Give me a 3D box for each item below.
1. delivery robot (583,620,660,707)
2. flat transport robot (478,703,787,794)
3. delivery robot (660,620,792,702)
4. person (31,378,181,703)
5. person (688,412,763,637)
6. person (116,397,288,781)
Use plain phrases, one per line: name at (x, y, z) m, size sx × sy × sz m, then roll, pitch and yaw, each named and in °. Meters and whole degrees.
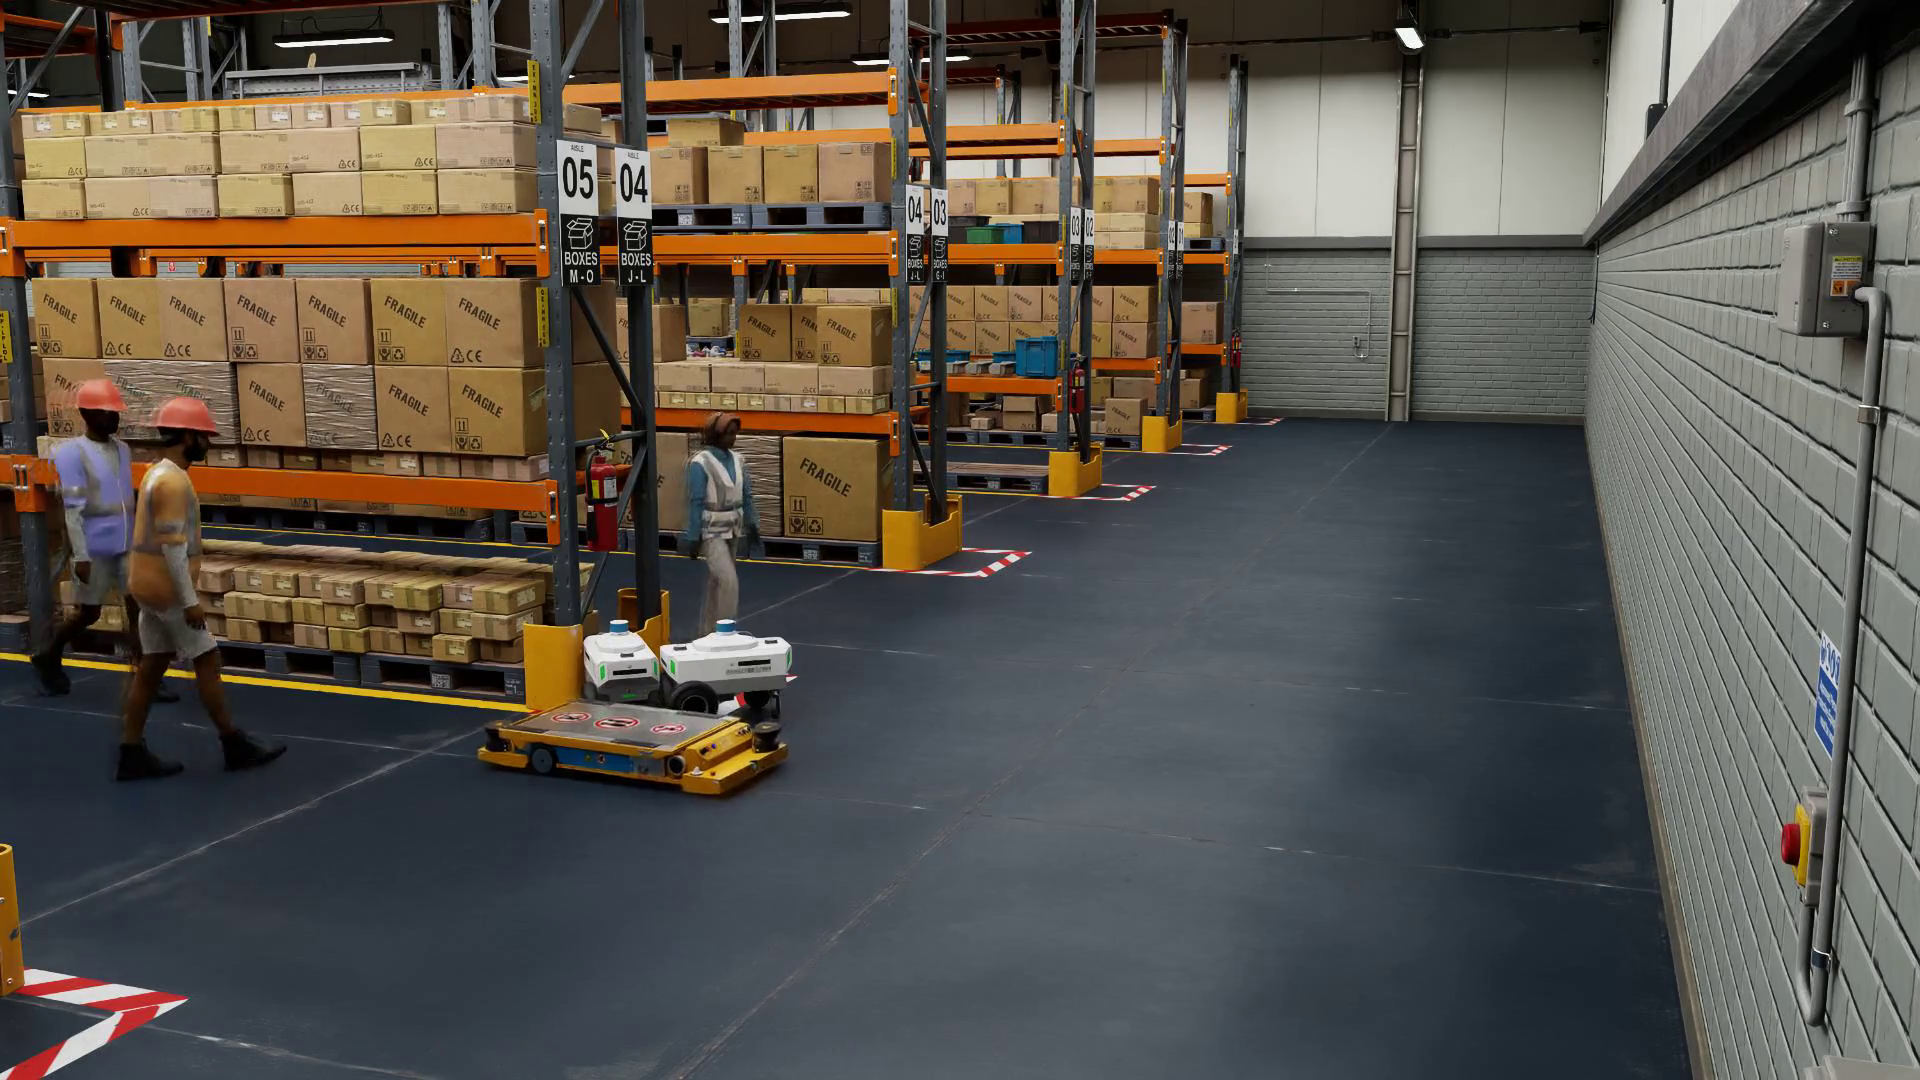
delivery robot at (-1.906, 0.692, 9.332) m, size 0.477 × 0.478 × 0.707 m, roll -3°, pitch 10°, yaw -19°
flat transport robot at (-1.660, 1.025, 8.427) m, size 1.431 × 0.197 × 0.652 m, roll 4°, pitch 10°, yaw 23°
delivery robot at (-1.311, 0.691, 9.338) m, size 0.707 × 0.478 × 0.477 m, roll -3°, pitch 10°, yaw -20°
person at (-5.032, 0.010, 9.683) m, size 0.875 × 1.914 × 0.552 m, roll 3°, pitch 10°, yaw 17°
person at (-1.470, -0.007, 10.673) m, size 0.587 × 1.622 × 0.524 m, roll 4°, pitch 10°, yaw 25°
person at (-3.820, 0.241, 8.276) m, size 0.879 × 1.890 × 0.564 m, roll -5°, pitch 11°, yaw -30°
